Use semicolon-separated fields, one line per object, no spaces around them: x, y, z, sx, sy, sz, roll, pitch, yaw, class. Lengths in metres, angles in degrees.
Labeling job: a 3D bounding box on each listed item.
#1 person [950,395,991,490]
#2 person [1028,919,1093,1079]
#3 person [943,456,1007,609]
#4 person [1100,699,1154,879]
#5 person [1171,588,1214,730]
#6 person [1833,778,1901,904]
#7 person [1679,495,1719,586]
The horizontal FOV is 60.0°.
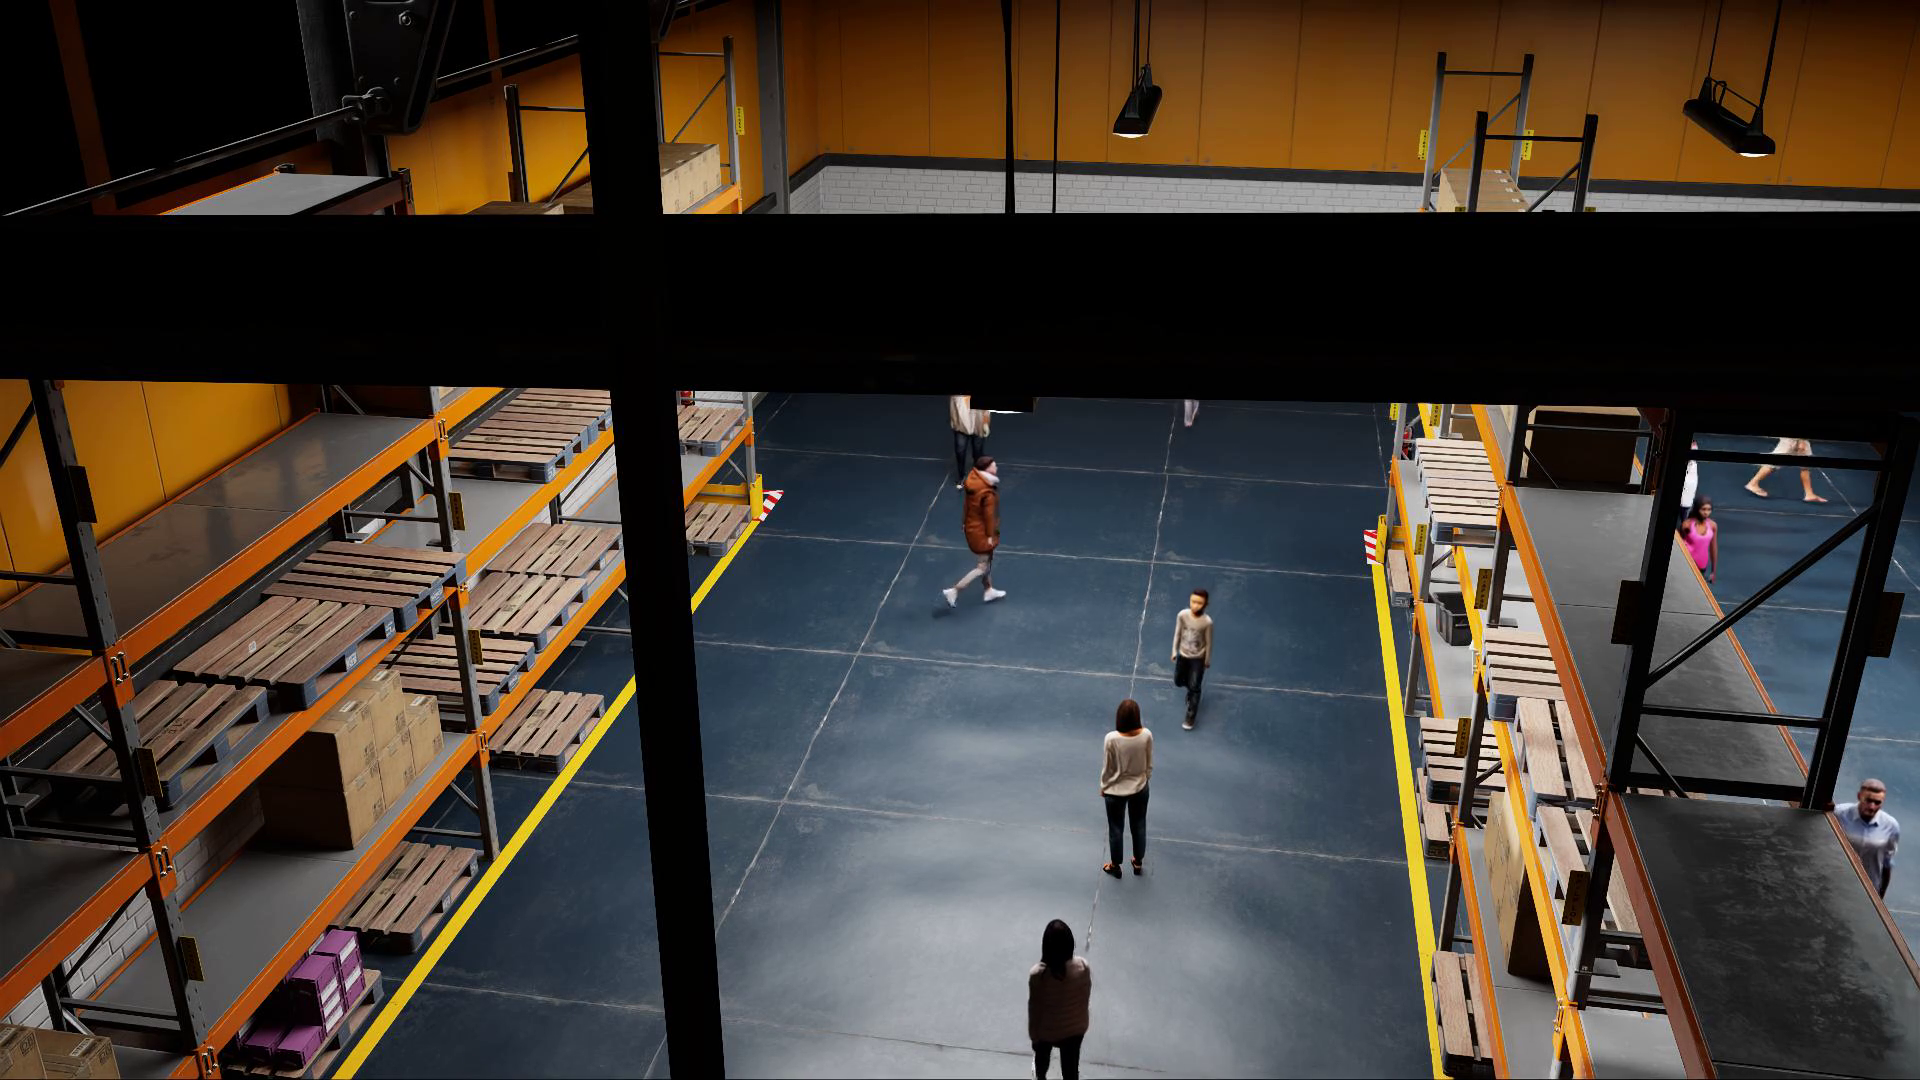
0.159;-1.657;22.387;0.742;1.875;0.794;1;24;2;person
0.703;3.343;11.290;0.826;1.600;1.150;-3;24;-7;person
0.165;-0.058;18.815;1.127;1.805;1.152;-10;26;-22;person
1.407;2.095;14.041;0.687;1.683;0.677;-5;24;-12;person
2.336;1.129;16.537;0.702;1.454;0.859;12;26;26;person
6.831;2.577;12.778;0.770;1.811;0.876;8;25;18;person
7.965;0.293;18.185;0.697;1.667;1.140;0;24;1;person
